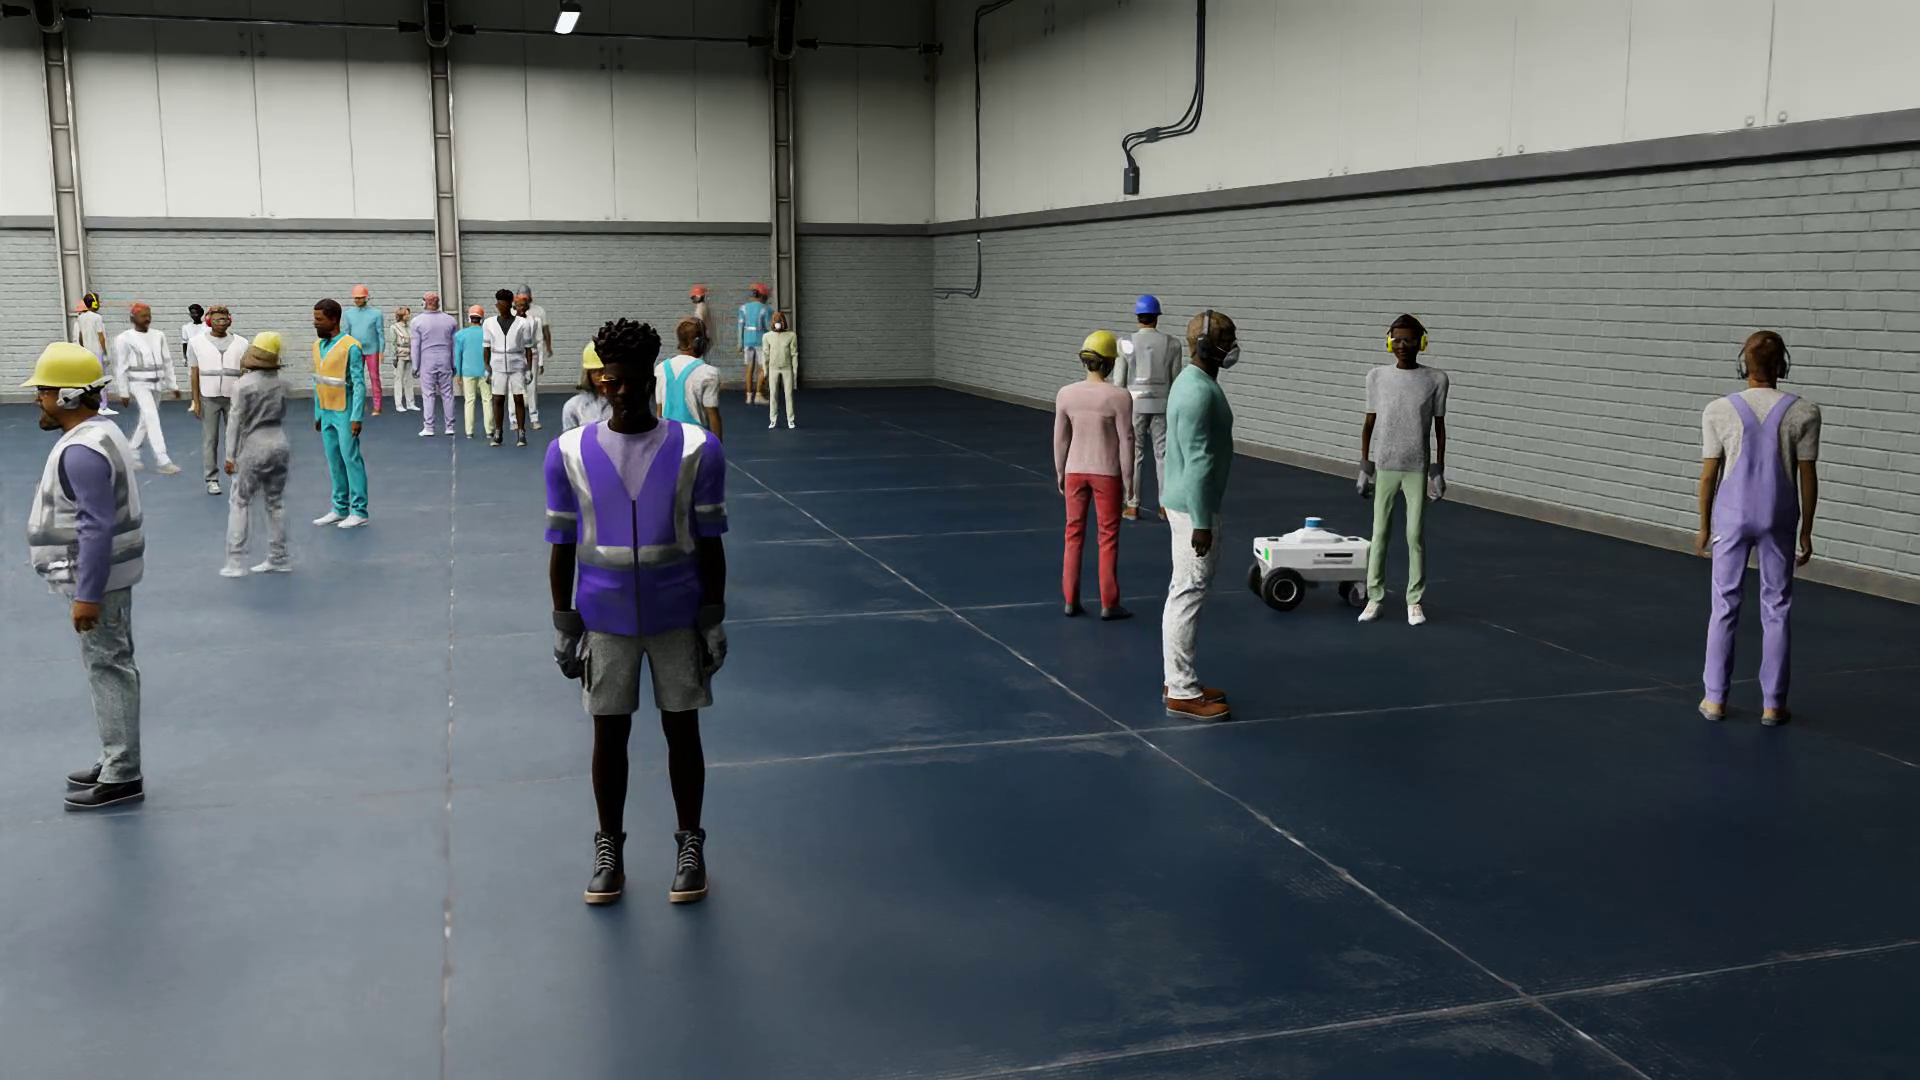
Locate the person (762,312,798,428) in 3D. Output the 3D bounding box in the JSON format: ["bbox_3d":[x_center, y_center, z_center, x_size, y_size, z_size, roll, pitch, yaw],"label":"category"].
[{"bbox_3d":[-2.502,-2.361,23.200,0.499,1.627,0.279,0,9,-2],"label":"person"}]

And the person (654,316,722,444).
[{"bbox_3d":[-1.808,-0.580,11.187,0.512,1.835,0.364,4,10,24],"label":"person"}]

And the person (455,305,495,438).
[{"bbox_3d":[-6.336,-2.208,21.852,0.568,1.744,0.351,-2,9,-12],"label":"person"}]

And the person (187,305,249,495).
[{"bbox_3d":[-7.166,-1.358,16.143,0.560,1.837,0.388,-7,11,-36],"label":"person"}]

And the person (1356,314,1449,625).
[{"bbox_3d":[2.663,-0.419,10.024,0.532,1.871,0.321,3,9,19],"label":"person"}]

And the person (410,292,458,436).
[{"bbox_3d":[-6.985,-2.328,22.089,0.643,1.909,0.410,-7,11,-39],"label":"person"}]

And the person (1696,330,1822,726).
[{"bbox_3d":[3.713,-0.050,7.767,0.511,1.843,0.329,4,10,25],"label":"person"}]

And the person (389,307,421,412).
[{"bbox_3d":[-8.753,-2.841,26.206,0.306,1.640,0.523,5,10,27],"label":"person"}]

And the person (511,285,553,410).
[{"bbox_3d":[-6.888,-3.097,26.563,0.695,2.000,1.009,-5,10,-28],"label":"person"}]

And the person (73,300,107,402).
[{"bbox_3d":[-13.661,-2.878,26.081,0.575,1.749,0.336,2,9,15],"label":"person"}]

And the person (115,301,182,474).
[{"bbox_3d":[-8.796,-1.647,17.935,0.957,1.851,0.574,4,10,23],"label":"person"}]

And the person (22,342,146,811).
[{"bbox_3d":[-3.432,0.142,6.558,0.404,1.834,0.592,-4,10,-22],"label":"person"}]

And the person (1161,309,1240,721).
[{"bbox_3d":[1.136,-0.124,7.924,0.359,1.938,0.632,1,9,7],"label":"person"}]

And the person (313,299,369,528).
[{"bbox_3d":[-5.204,-1.062,13.977,0.594,1.915,0.373,6,11,36],"label":"person"}]

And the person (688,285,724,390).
[{"bbox_3d":[-4.493,-3.467,29.116,0.513,1.980,0.636,1,9,4],"label":"person"}]

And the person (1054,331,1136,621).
[{"bbox_3d":[0.835,-0.393,10.190,0.533,1.767,0.326,5,10,30],"label":"person"}]

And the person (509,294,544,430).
[{"bbox_3d":[-6.055,-2.458,23.037,0.572,1.877,0.353,-4,10,-24],"label":"person"}]

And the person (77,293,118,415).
[{"bbox_3d":[-13.253,-2.844,25.491,0.517,1.874,0.328,4,10,23],"label":"person"}]

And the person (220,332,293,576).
[{"bbox_3d":[-4.978,-0.592,11.648,0.458,1.710,0.599,5,10,27],"label":"person"}]

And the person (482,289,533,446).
[{"bbox_3d":[-5.632,-2.146,20.734,0.610,1.963,0.366,-1,9,-6],"label":"person"}]

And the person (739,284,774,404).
[{"bbox_3d":[-3.367,-3.249,27.724,0.690,2.000,0.444,4,10,26],"label":"person"}]

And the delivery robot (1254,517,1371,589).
[{"bbox_3d":[2.248,0.100,10.594,0.707,0.478,0.477,0,9,-2],"label":"delivery robot"}]

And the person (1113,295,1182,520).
[{"bbox_3d":[1.616,-1.136,14.364,0.605,1.943,0.402,0,9,-2],"label":"person"}]

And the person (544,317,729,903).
[{"bbox_3d":[-1.064,0.245,5.527,0.599,1.958,0.375,-1,9,-7],"label":"person"}]

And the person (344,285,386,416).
[{"bbox_3d":[-9.073,-2.880,25.330,0.622,1.992,0.396,0,9,-1],"label":"person"}]

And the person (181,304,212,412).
[{"bbox_3d":[-11.894,-2.841,26.025,0.540,1.695,0.317,-1,9,-4],"label":"person"}]
